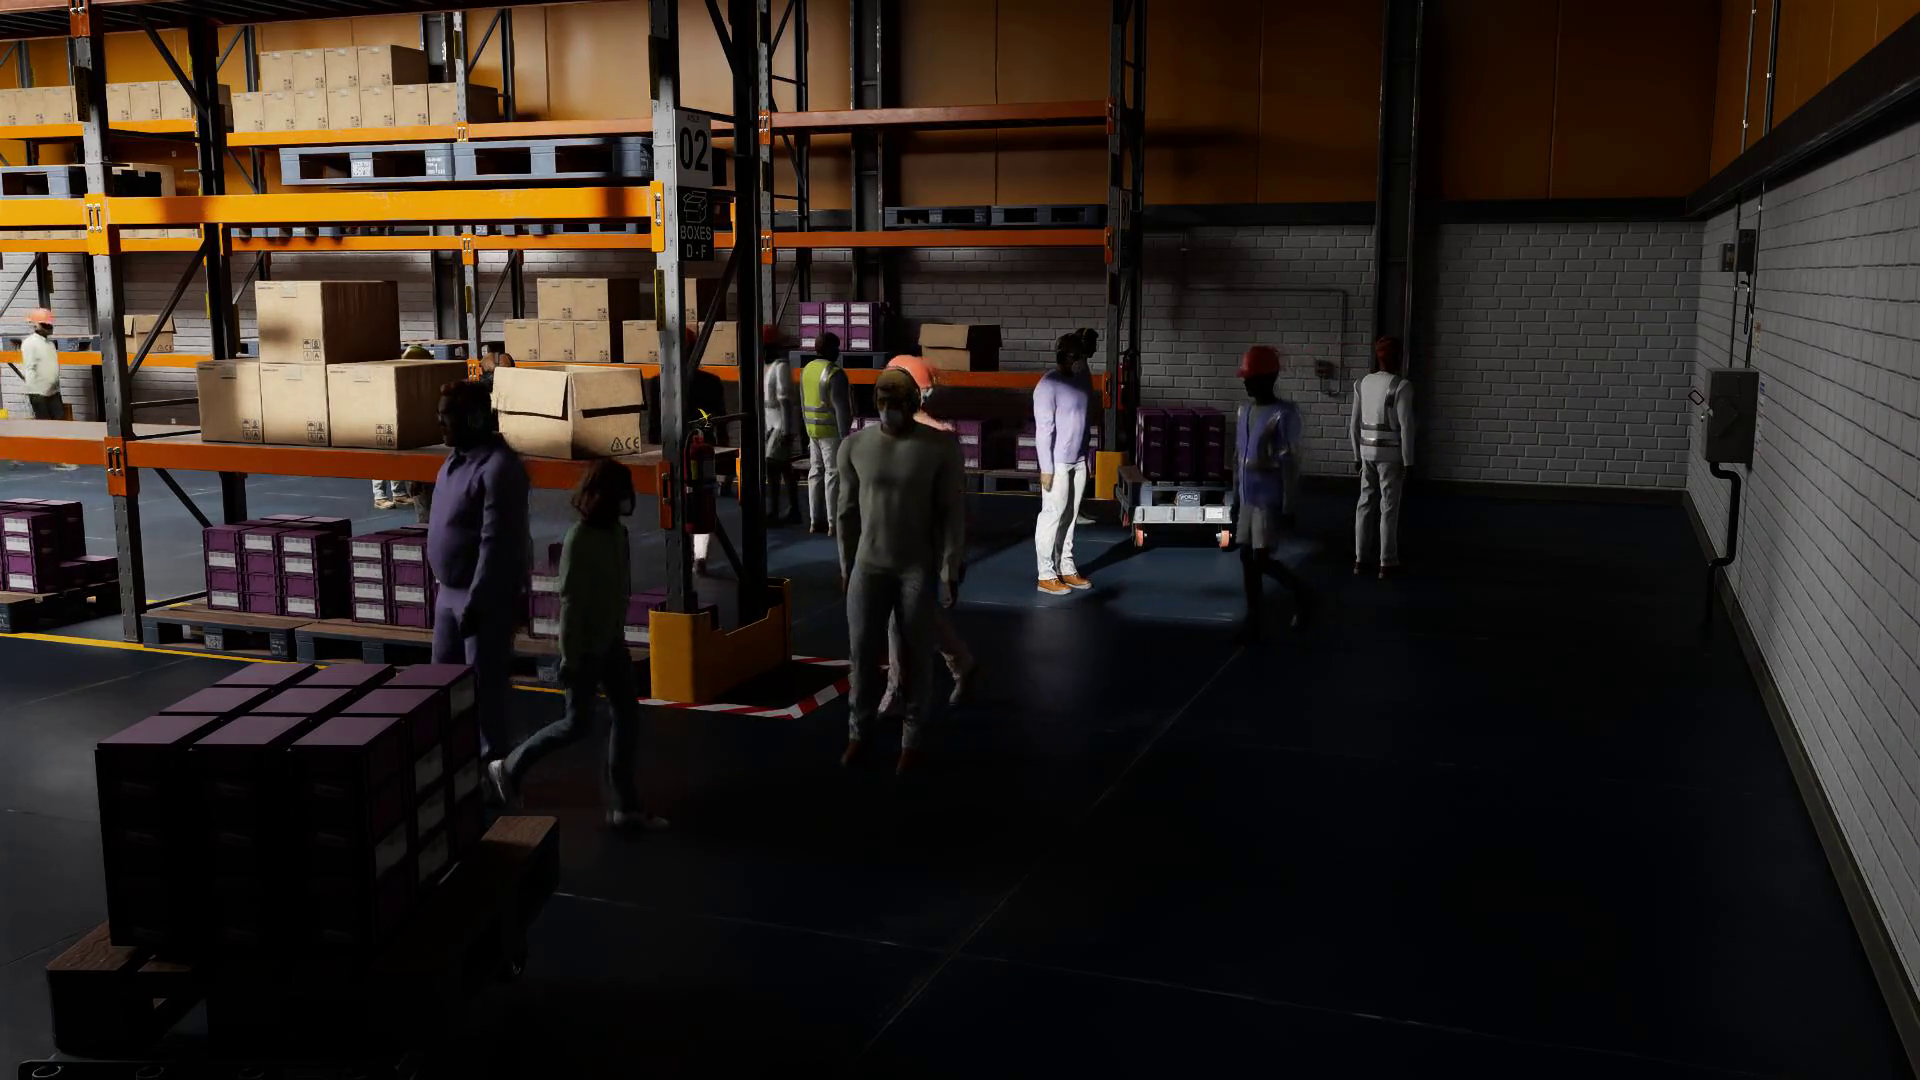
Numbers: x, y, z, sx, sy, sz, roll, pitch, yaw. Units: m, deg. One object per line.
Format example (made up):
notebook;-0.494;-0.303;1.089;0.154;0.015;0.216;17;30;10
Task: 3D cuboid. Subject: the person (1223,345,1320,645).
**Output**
person;1.969;-0.276;10.576;0.564;1.924;0.558;-4;10;-24

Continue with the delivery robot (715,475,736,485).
delivery robot;-2.731;-0.780;17.712;0.707;0.478;0.477;2;9;12

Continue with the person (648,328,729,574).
person;-2.160;-0.717;13.275;0.646;1.949;1.012;-2;9;-13

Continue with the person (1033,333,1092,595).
person;0.768;-0.566;12.361;0.356;1.933;0.628;6;11;33

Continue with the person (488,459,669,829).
person;-1.630;0.446;7.043;0.706;1.607;0.516;3;9;16

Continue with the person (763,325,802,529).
person;-1.758;-1.042;15.486;0.658;1.906;0.575;-4;10;-24

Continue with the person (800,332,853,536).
person;-1.178;-0.955;15.074;0.429;1.845;0.633;-7;12;-38

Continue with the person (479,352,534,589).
person;-3.143;-0.387;11.552;0.430;1.835;0.619;-2;9;-12

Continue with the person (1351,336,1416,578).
person;3.311;-0.645;12.997;0.338;1.882;0.583;-6;11;-34

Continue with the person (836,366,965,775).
person;-0.291;0.146;7.895;0.643;1.936;0.434;1;9;9

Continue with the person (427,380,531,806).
person;-2.167;0.245;7.375;0.462;1.902;0.667;-8;12;-40

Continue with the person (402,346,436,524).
person;-4.030;-0.537;12.482;0.403;1.833;0.586;-1;9;-7

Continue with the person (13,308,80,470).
person;-11.068;-1.799;19.975;0.706;1.973;0.613;1;9;4

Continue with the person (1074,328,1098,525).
person;1.162;-1.080;15.796;0.329;1.865;0.507;2;9;10

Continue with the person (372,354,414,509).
person;-5.763;-1.240;16.870;0.428;1.841;0.633;4;10;24

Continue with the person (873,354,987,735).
person;-0.189;-0.006;8.754;0.934;1.959;0.596;-7;11;-37
